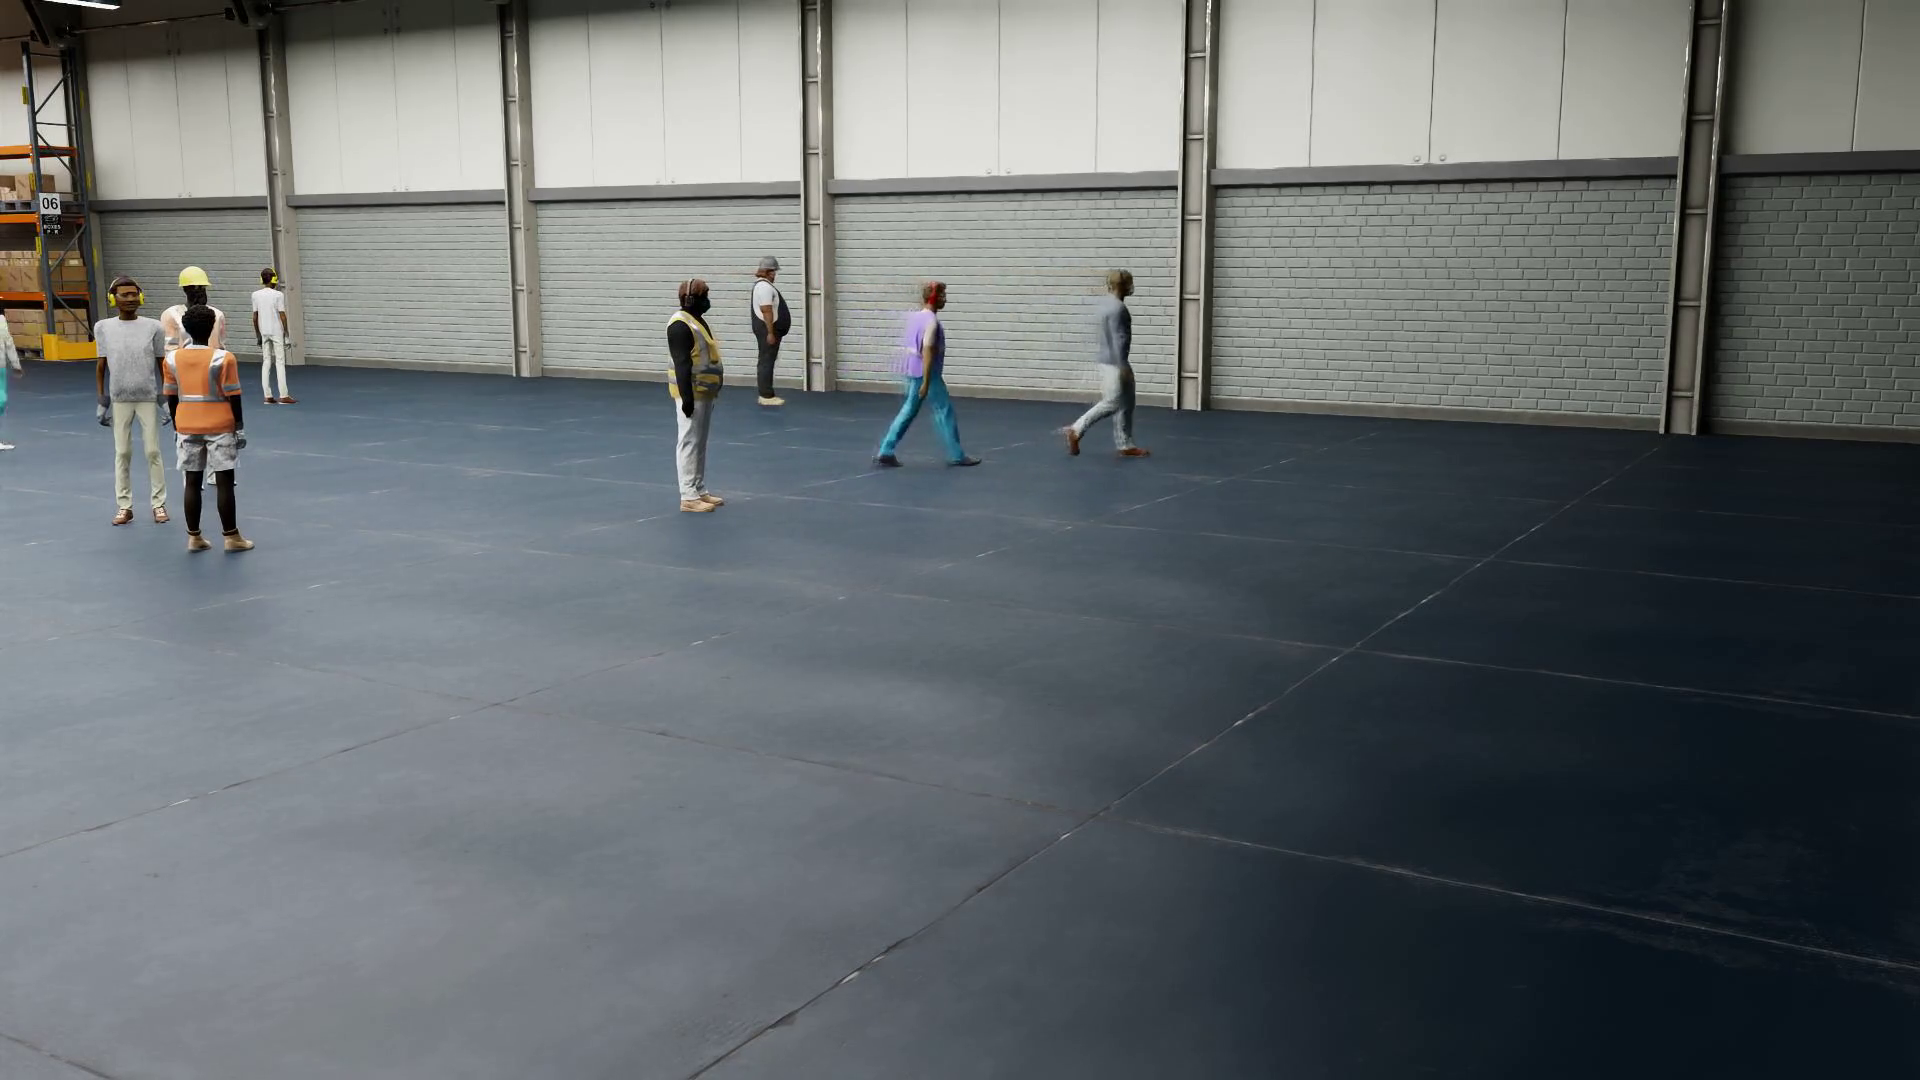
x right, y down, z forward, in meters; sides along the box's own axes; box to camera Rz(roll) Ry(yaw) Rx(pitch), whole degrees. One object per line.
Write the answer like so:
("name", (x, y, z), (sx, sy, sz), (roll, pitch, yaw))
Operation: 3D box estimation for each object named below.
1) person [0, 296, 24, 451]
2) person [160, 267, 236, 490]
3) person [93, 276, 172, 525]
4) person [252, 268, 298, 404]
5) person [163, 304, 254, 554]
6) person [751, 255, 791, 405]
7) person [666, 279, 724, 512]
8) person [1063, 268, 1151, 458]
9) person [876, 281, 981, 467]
("person", (-10.029, -1.795, 17.309), (0.433, 1.751, 0.526), (1, 10, 5))
("person", (-6.614, -1.402, 14.470), (0.358, 1.930, 0.588), (6, 11, 30))
("person", (-6.239, -1.049, 12.562), (0.531, 1.876, 0.317), (-4, 10, -21))
("person", (-9.411, -2.789, 22.792), (0.509, 1.865, 0.329), (2, 10, 11))
("person", (-5.116, -0.749, 11.317), (0.540, 1.699, 0.315), (1, 10, 5))
("person", (-2.579, -2.873, 22.759), (0.536, 2.000, 0.688), (-2, 10, -13))
("person", (-2.097, -1.151, 13.264), (0.429, 1.844, 0.626), (1, 10, 6))
("person", (1.477, -1.748, 16.565), (0.807, 1.914, 0.637), (1, 10, 6))
("person", (-0.339, -1.574, 15.912), (1.002, 1.799, 0.565), (-3, 10, -18))
